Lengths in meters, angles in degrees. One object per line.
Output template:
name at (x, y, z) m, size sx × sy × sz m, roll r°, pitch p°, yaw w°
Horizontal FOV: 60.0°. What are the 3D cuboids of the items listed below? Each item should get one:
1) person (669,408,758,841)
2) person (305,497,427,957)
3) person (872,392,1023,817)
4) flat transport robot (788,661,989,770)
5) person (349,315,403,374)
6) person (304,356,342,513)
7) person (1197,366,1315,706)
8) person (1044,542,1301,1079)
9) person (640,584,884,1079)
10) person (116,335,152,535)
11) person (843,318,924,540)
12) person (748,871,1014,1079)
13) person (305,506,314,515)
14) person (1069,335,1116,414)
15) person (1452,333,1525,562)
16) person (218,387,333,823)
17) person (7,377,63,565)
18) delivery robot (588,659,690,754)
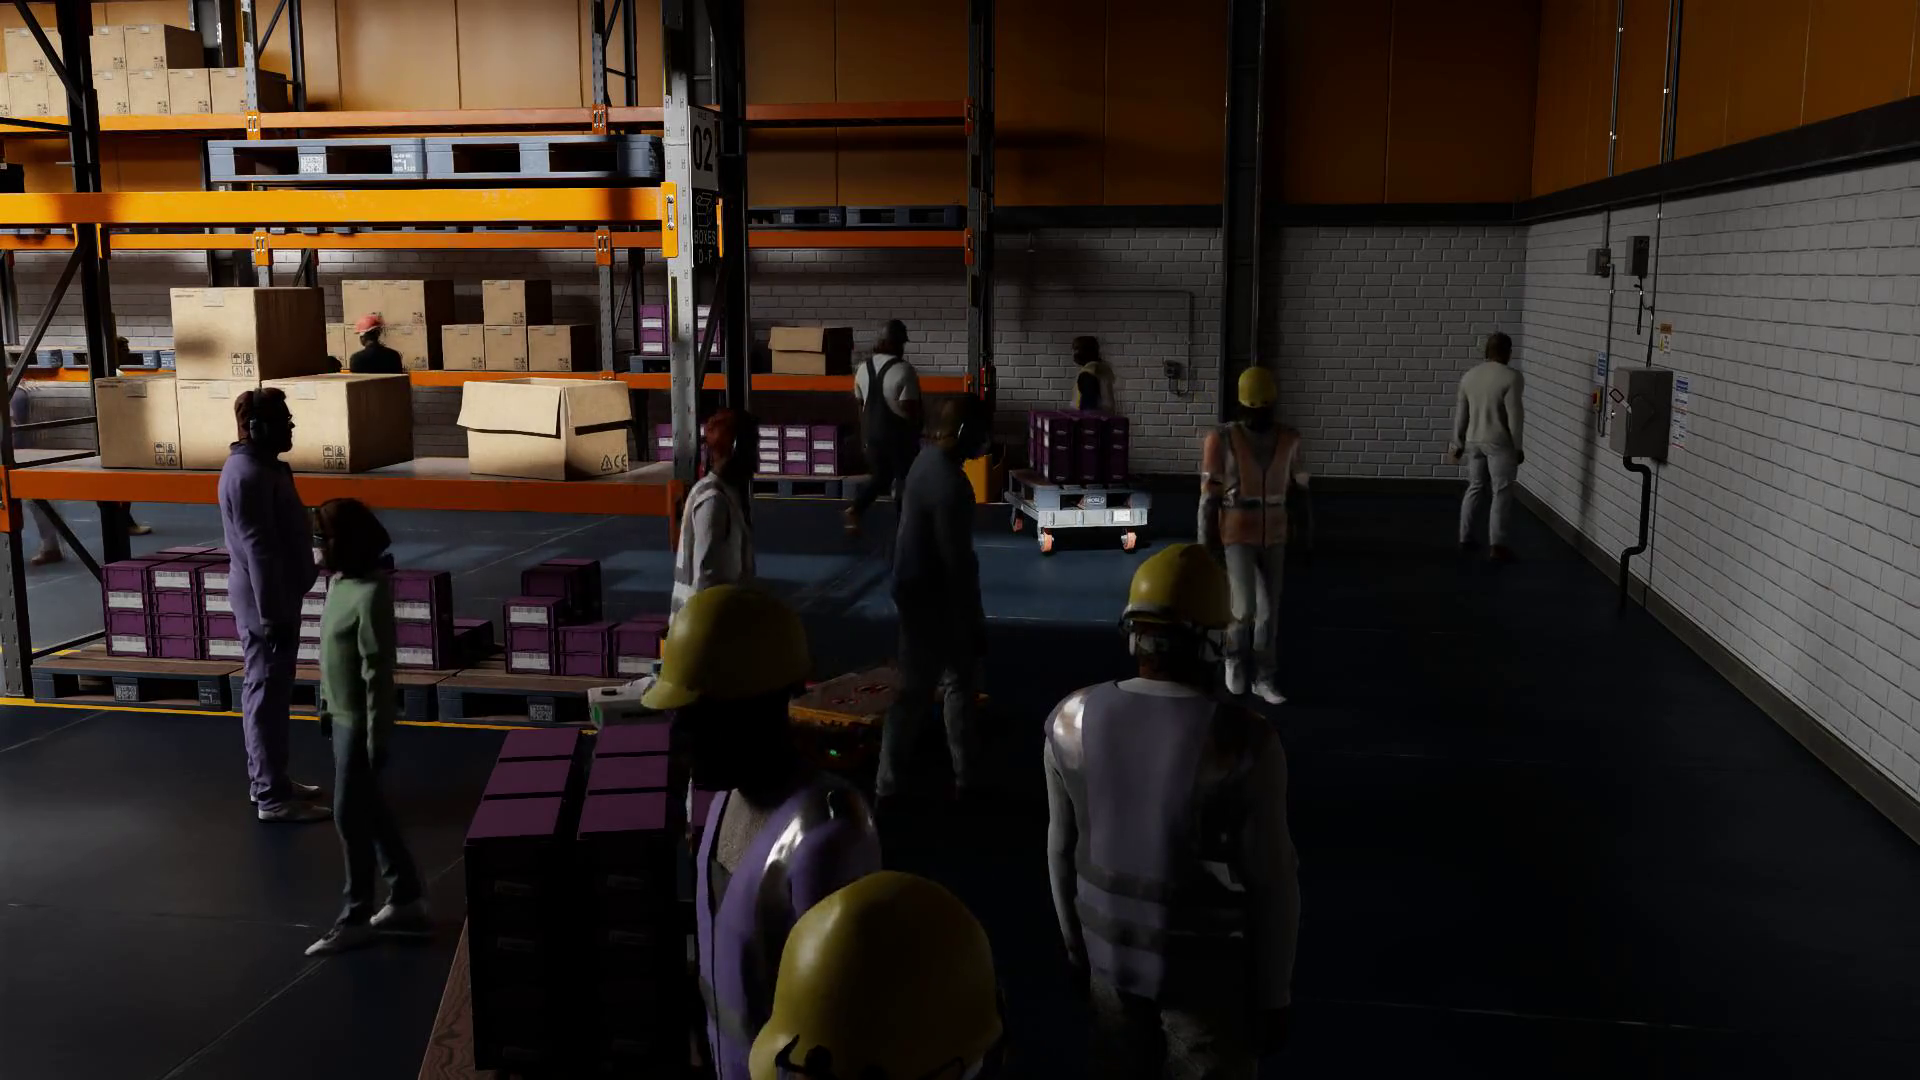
person at (-1.009, 0.389, 6.891) m, size 0.389 × 1.861 × 0.619 m, roll -1°, pitch 9°, yaw -8°
person at (-2.158, 0.655, 5.916) m, size 0.432 × 1.624 × 0.518 m, roll -6°, pitch 11°, yaw -33°
person at (-0.018, 0.302, 7.267) m, size 0.820 × 1.887 × 0.649 m, roll -1°, pitch 9°, yaw -8°
flat transport robot at (-0.483, 0.886, 8.661) m, size 0.652 × 0.197 × 1.431 m, roll 5°, pitch 11°, yaw 30°
person at (-6.019, -1.317, 17.065) m, size 0.676 × 1.966 × 0.606 m, roll 4°, pitch 10°, yaw 26°
person at (-4.220, -0.301, 11.135) m, size 0.493 × 1.852 × 0.560 m, roll 3°, pitch 10°, yaw 16°
person at (1.654, -0.011, 9.181) m, size 0.696 × 1.898 × 0.441 m, roll -2°, pitch 9°, yaw -14°
person at (0.478, 0.913, 3.677) m, size 0.587 × 1.828 × 0.404 m, roll 6°, pitch 11°, yaw 33°
person at (-0.230, 0.993, 3.006) m, size 0.869 × 1.892 × 0.582 m, roll -5°, pitch 11°, yaw -30°
person at (-7.711, -0.957, 15.230) m, size 0.517 × 1.842 × 0.326 m, roll 8°, pitch 12°, yaw 42°
person at (-0.638, -0.952, 14.590) m, size 0.682 × 2.000 × 0.738 m, roll 7°, pitch 12°, yaw 39°
person at (-0.043, 1.208, 1.877) m, size 0.592 × 1.812 × 0.734 m, roll 7°, pitch 12°, yaw 39°
person at (-6.541, -1.212, 16.527) m, size 0.369 × 1.933 × 0.551 m, roll -5°, pitch 10°, yaw -28°
person at (1.312, -1.051, 15.891) m, size 0.534 × 1.819 × 0.644 m, roll 3°, pitch 10°, yaw 16°
person at (4.477, -0.783, 14.035) m, size 0.556 × 1.896 × 0.806 m, roll -5°, pitch 10°, yaw -28°
person at (-3.021, 0.282, 7.344) m, size 0.406 × 1.910 × 0.639 m, roll -4°, pitch 10°, yaw -25°
person at (-7.778, -0.644, 13.462) m, size 0.662 × 1.783 × 0.917 m, roll 4°, pitch 10°, yaw 23°
delivery robot at (-1.414, 0.812, 7.951) m, size 0.707 × 0.478 × 0.477 m, roll -2°, pitch 10°, yaw -15°
